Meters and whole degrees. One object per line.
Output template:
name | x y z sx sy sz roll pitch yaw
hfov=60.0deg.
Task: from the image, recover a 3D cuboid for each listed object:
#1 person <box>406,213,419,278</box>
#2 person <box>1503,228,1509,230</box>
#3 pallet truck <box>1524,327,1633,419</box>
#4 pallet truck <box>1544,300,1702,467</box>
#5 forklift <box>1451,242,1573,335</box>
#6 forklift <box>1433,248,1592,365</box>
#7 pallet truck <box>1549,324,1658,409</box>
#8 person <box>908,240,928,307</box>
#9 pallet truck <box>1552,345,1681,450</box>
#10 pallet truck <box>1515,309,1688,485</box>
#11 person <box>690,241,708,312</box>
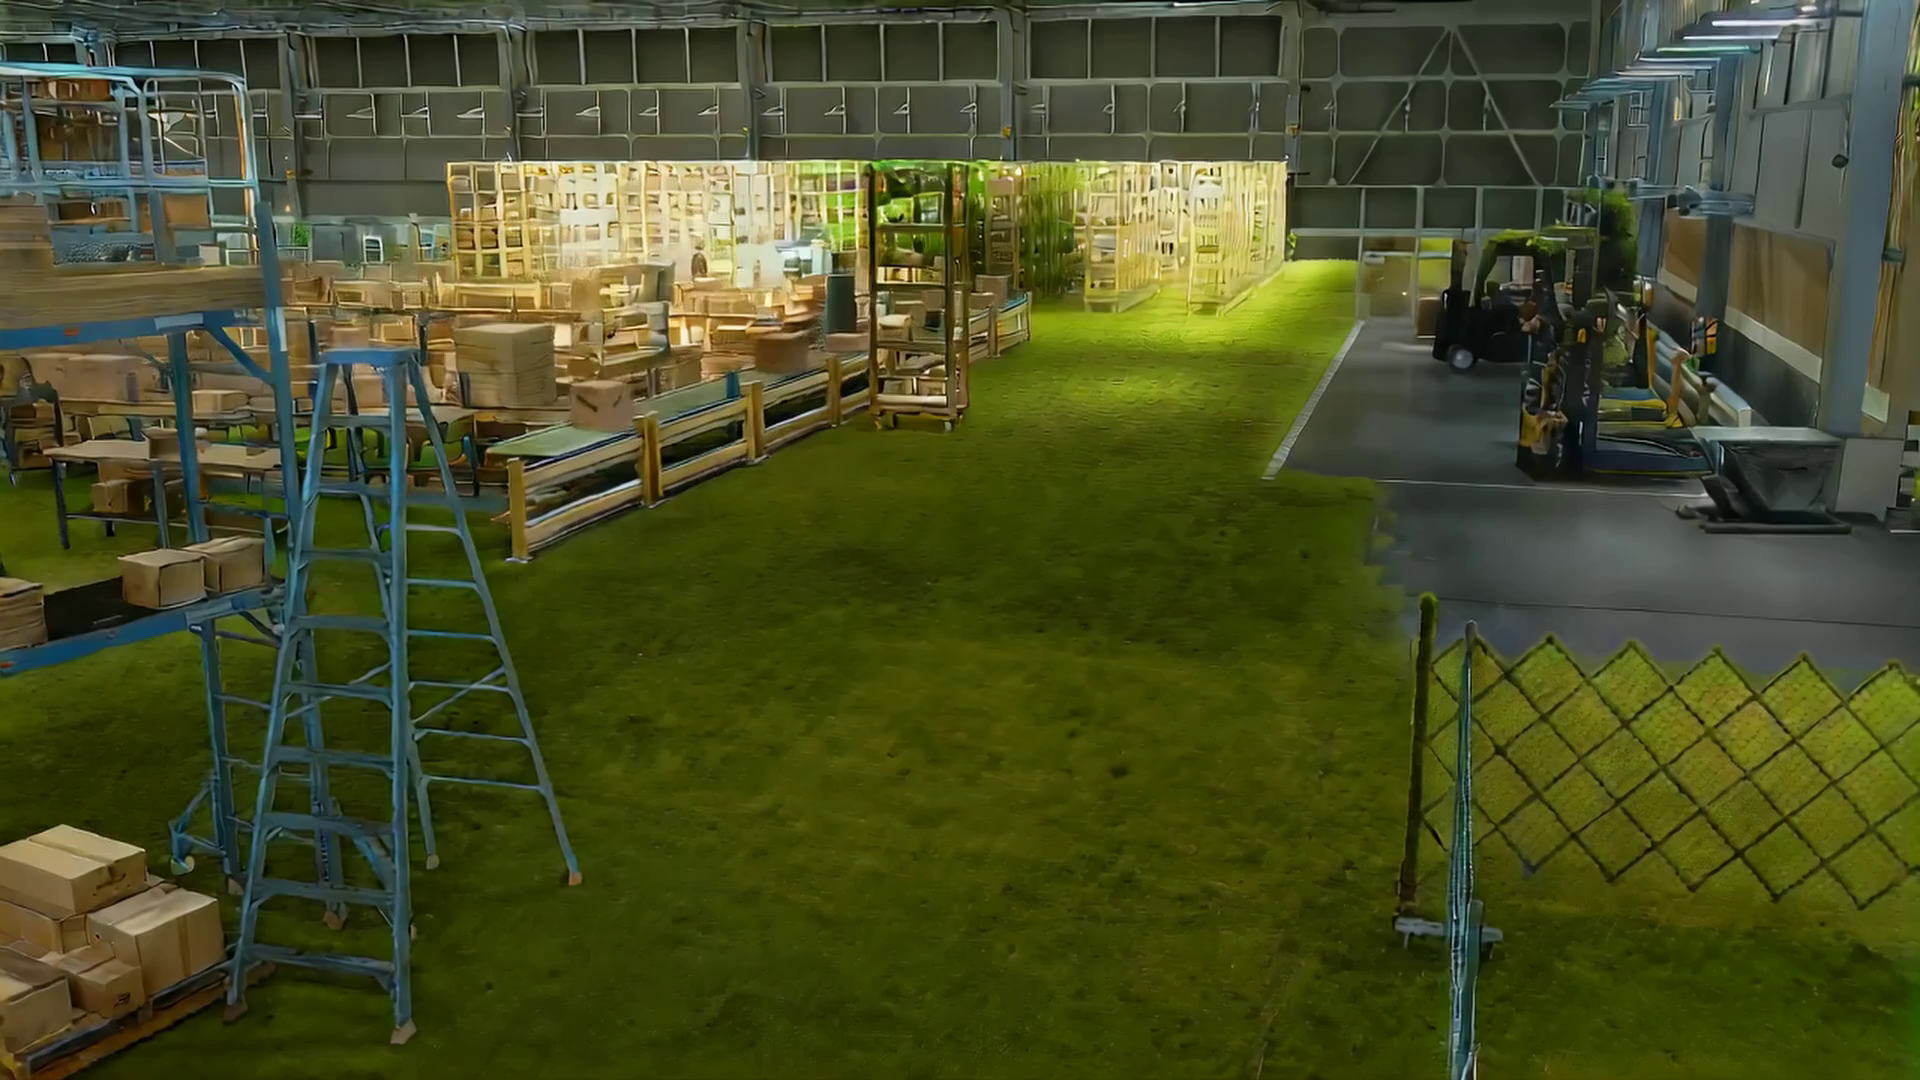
person | -17.010 -9.159 51.772 0.388 1.993 0.617 -7 15 -28
person | 14.745 -7.534 45.075 0.565 1.846 0.390 -1 13 -3
pallet truck | 9.065 -2.460 24.370 1.522 1.261 0.704 3 13 14
pallet truck | 8.263 -1.952 20.631 1.885 1.965 0.823 5 14 20
forklift | 10.464 -4.597 31.405 2.680 1.987 1.157 4 14 16
forklift | 9.780 -4.111 29.280 2.680 1.987 1.157 3 13 14
pallet truck | 9.824 -2.669 25.407 1.601 1.201 0.680 4 14 16
person | -0.875 -5.948 38.195 0.966 1.853 0.642 5 14 20
pallet truck | 8.641 -1.896 21.908 1.630 1.274 0.653 4 14 16
pallet truck | 7.554 -1.677 19.446 1.885 1.965 0.823 3 13 14
person | -6.059 -6.037 38.699 0.419 1.814 0.605 -1 13 -3
